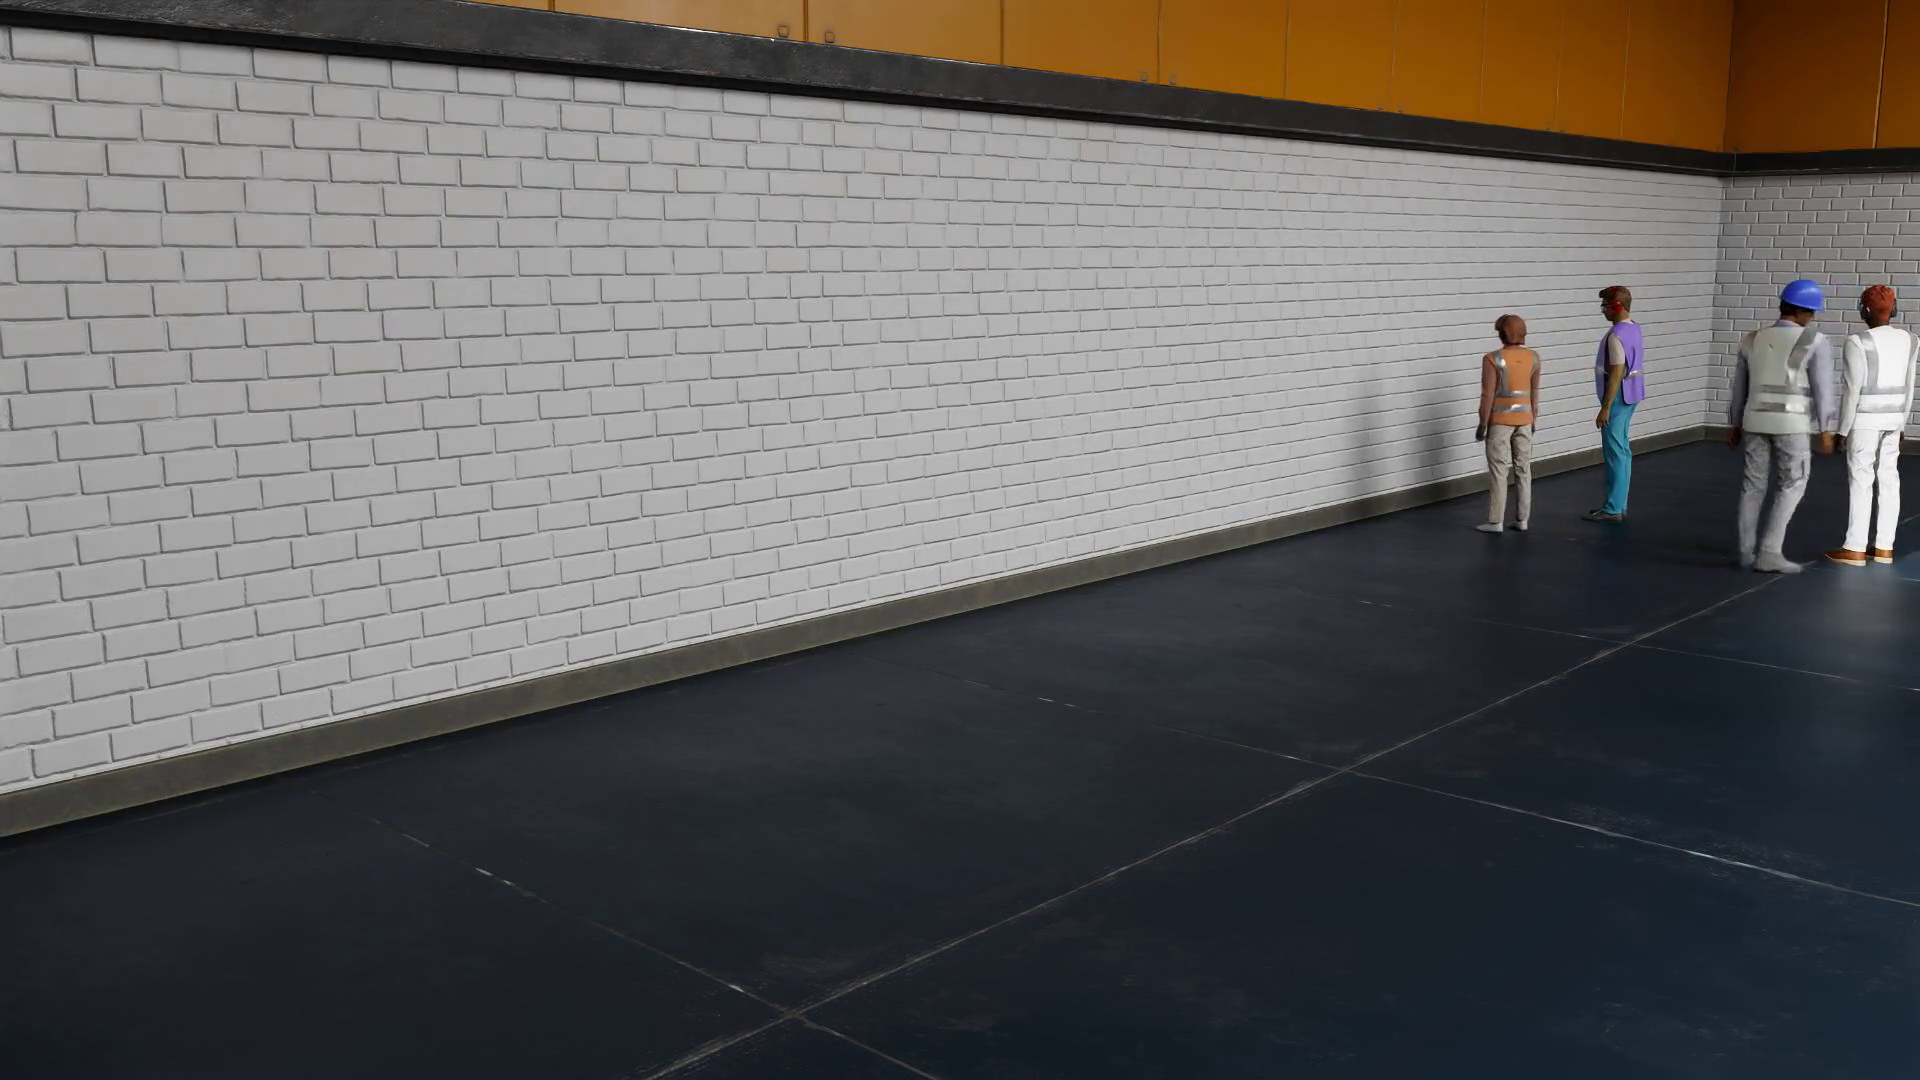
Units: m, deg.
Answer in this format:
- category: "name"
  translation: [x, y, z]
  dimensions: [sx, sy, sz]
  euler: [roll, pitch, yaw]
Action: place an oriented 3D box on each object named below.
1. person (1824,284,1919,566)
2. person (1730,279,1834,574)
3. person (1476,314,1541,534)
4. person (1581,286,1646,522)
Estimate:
- category: "person"
  translation: [6.129, -0.759, 11.182]
  dimensions: [0.574, 1.873, 0.361]
  euler: [-3, 10, -15]
- category: "person"
  translation: [5.384, -0.741, 10.941]
  dimensions: [0.486, 1.926, 0.688]
  euler: [-5, 11, -28]
- category: "person"
  translation: [4.095, -0.860, 12.423]
  dimensions: [0.522, 1.638, 0.310]
  euler: [-4, 11, -20]
- category: "person"
  translation: [5.119, -1.053, 12.953]
  dimensions: [0.390, 1.838, 0.563]
  euler: [7, 12, 33]
